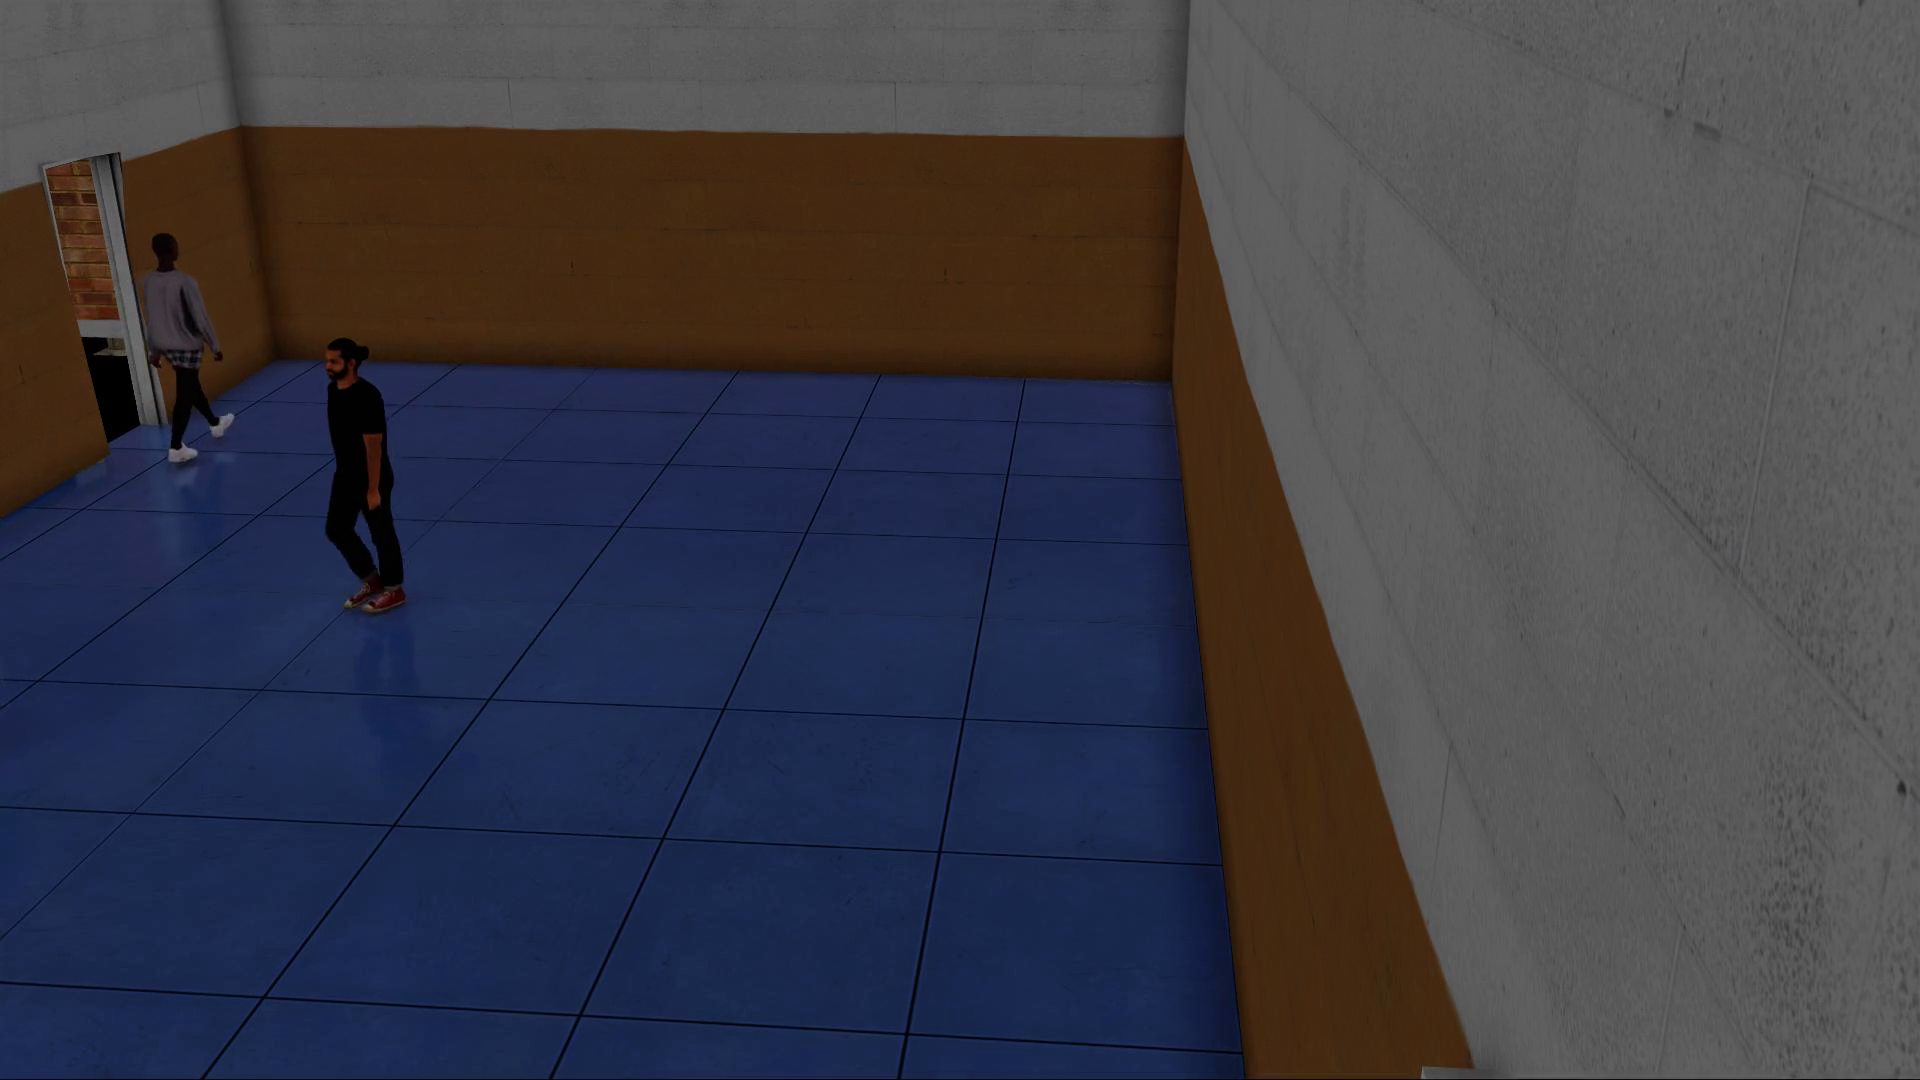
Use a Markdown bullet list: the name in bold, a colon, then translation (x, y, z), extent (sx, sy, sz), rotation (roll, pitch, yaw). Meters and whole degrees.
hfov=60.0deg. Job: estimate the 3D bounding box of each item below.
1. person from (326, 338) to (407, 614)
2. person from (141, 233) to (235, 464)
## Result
- **person**: translation (-3.590, -0.405, 10.203), extent (0.727, 1.750, 0.824), rotation (16, 27, 35)
- **person**: translation (-6.054, -1.440, 12.808), extent (1.111, 1.726, 0.801), rotation (5, 22, 11)
